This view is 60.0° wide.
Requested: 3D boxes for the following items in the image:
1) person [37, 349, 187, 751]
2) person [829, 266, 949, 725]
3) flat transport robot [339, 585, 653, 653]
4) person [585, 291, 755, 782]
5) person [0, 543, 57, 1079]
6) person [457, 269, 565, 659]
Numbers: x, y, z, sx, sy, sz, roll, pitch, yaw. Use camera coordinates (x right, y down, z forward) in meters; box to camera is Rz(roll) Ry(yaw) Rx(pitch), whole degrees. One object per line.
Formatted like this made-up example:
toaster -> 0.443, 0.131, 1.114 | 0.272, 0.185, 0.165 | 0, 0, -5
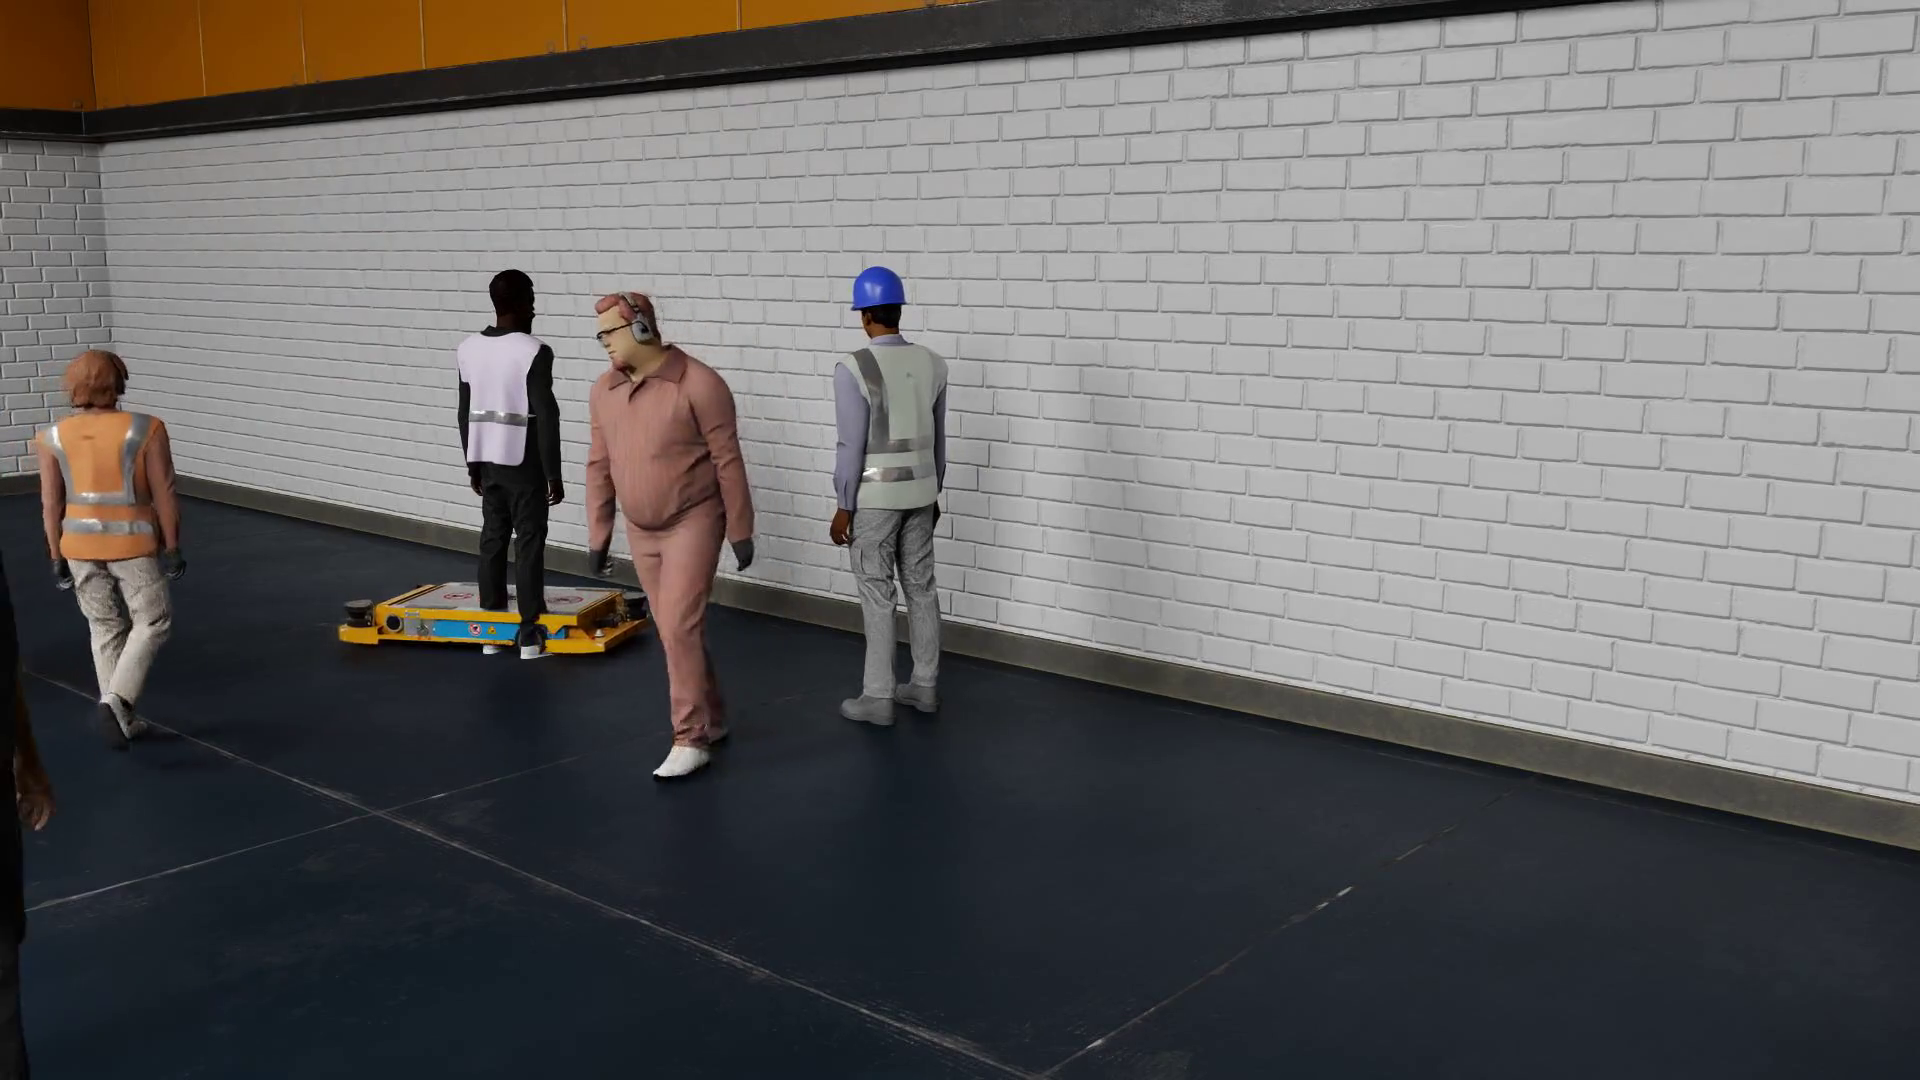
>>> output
person -> -3.378, 0.062, 6.597 | 0.529, 1.620, 0.568 | -1, 10, -4
person -> -0.312, -0.187, 7.120 | 0.614, 1.942, 0.406 | -10, 14, -44
flat transport robot -> -2.383, 0.391, 8.592 | 1.431, 0.197, 0.652 | 2, 10, 11
person -> -1.168, -0.026, 6.466 | 0.648, 1.857, 0.761 | 6, 12, 31
person -> -2.210, 0.512, 3.478 | 0.748, 1.829, 0.517 | 0, 10, 1
person -> -2.219, -0.368, 8.224 | 0.597, 1.916, 0.371 | 6, 11, 29
